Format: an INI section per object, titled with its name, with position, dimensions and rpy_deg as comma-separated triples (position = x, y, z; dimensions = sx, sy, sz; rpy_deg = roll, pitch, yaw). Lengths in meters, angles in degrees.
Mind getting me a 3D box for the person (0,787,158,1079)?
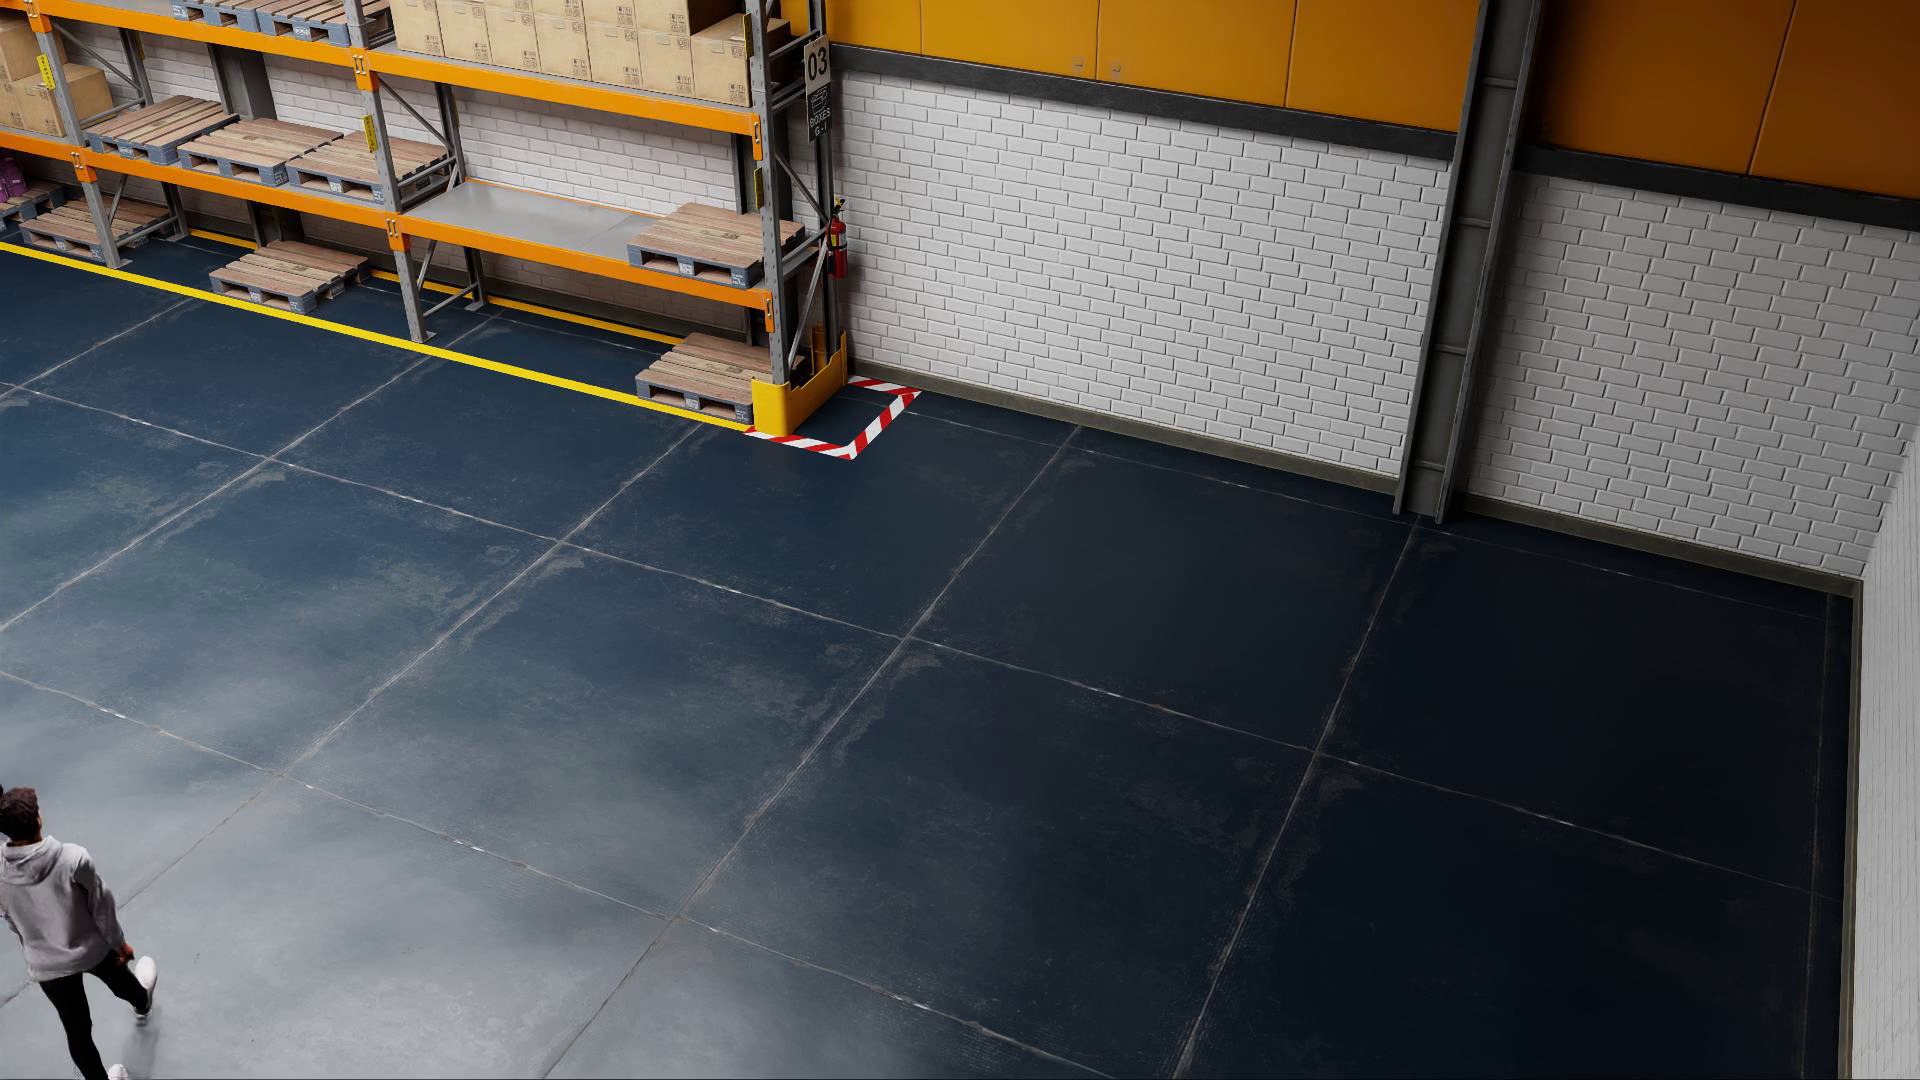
[person]
position = -4.387, 2.086, 8.164
dimensions = 1.197, 1.884, 1.219
rpy_deg = -9, 35, -13
